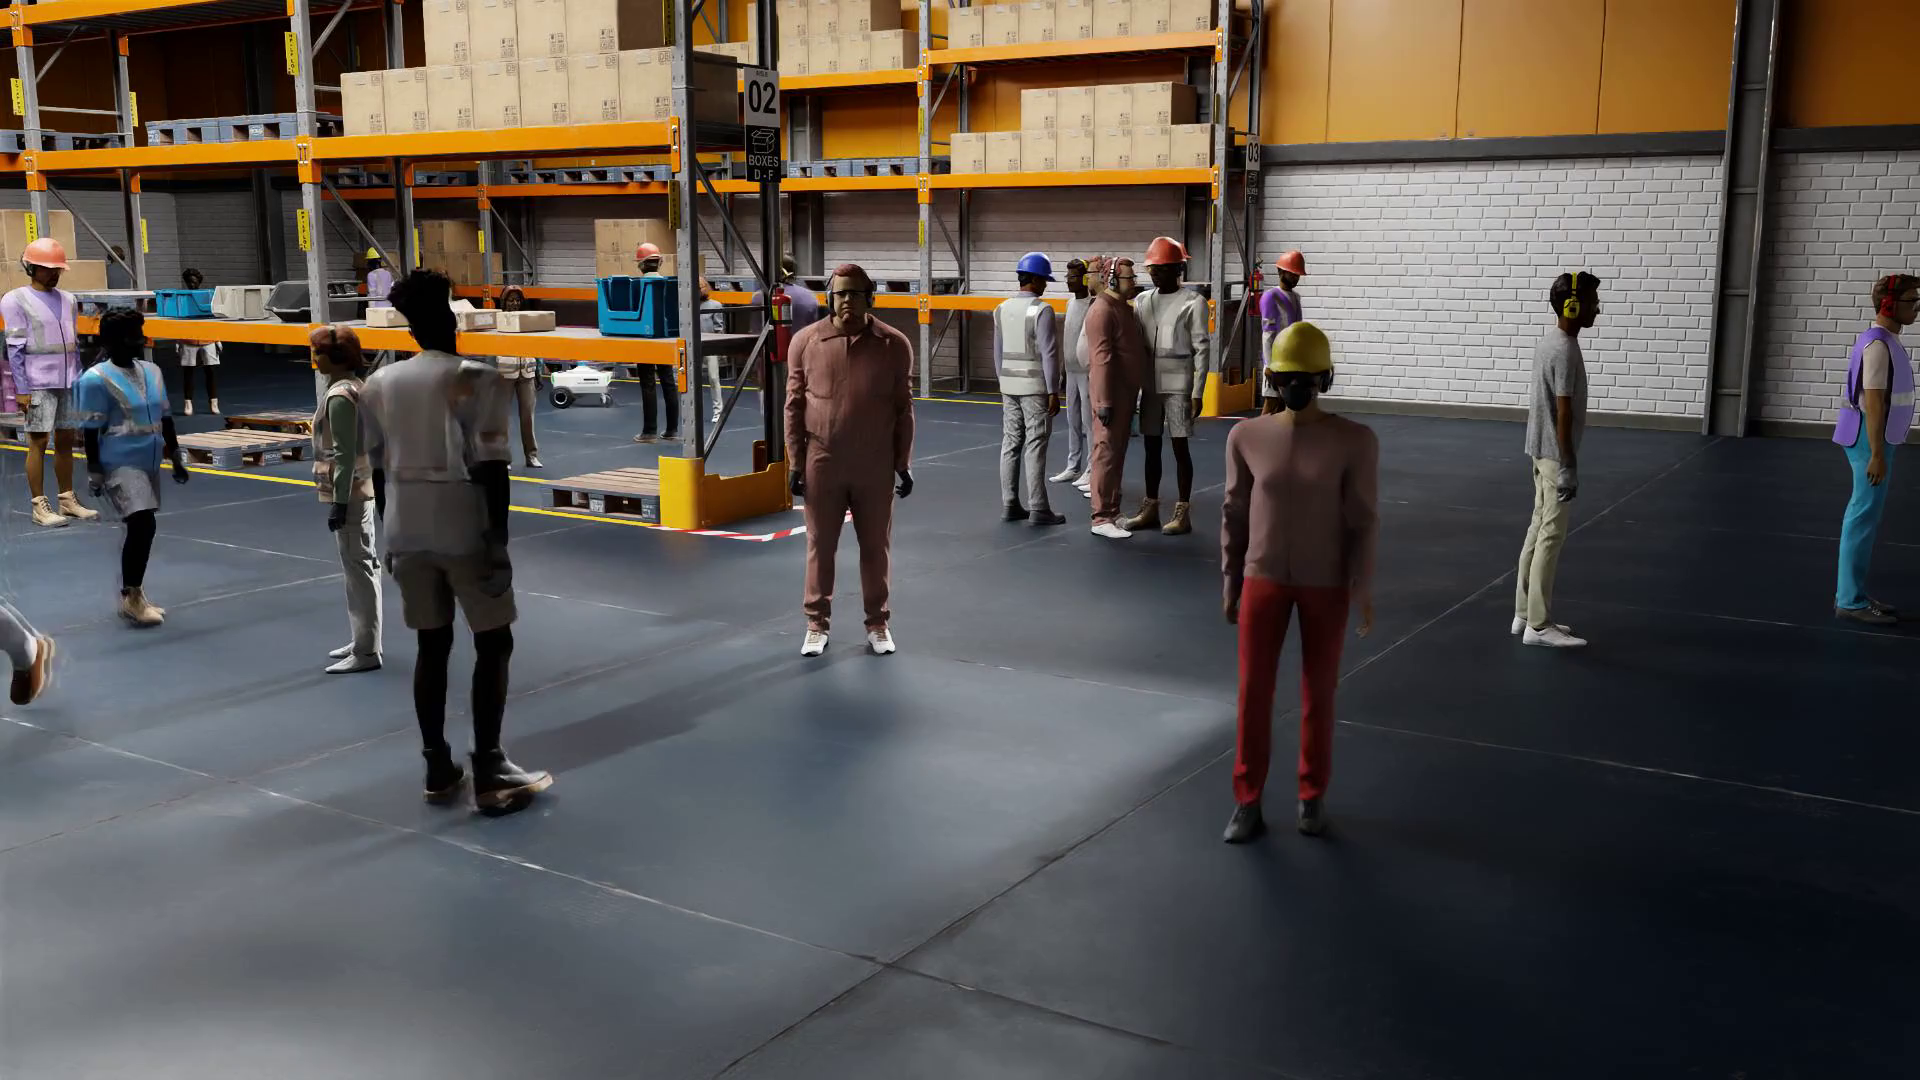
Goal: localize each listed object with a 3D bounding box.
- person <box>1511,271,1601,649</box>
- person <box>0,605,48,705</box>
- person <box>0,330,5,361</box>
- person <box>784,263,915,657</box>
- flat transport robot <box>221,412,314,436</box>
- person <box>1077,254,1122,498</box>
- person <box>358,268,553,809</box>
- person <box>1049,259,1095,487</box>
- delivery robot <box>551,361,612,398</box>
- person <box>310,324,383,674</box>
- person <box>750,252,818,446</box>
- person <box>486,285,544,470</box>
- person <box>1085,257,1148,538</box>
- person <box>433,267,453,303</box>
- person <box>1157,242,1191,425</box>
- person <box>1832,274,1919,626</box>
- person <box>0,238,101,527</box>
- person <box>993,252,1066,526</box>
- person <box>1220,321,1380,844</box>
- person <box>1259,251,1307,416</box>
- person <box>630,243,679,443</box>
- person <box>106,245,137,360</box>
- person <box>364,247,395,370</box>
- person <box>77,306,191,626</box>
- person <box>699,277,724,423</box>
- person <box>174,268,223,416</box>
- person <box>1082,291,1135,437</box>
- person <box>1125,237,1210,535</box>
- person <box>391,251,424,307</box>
[{"bbox_3d":[2.996,-0.402,8.337,0.310,1.868,0.532,1,10,7],"label":"person"},{"bbox_3d":[-4.117,-0.108,6.742,0.570,1.858,0.784,0,10,2],"label":"person"},{"bbox_3d":[-13.182,-2.908,22.968,0.534,1.597,0.627,-10,14,-43],"label":"person"},{"bbox_3d":[-0.534,-0.381,8.112,0.639,1.911,0.406,-1,10,-6],"label":"person"},{"bbox_3d":[-6.818,-1.167,17.001,1.431,0.197,0.652,6,12,30],"label":"flat transport robot"},{"bbox_3d":[1.116,-1.281,13.101,0.399,1.909,0.642,0,10,0],"label":"person"},{"bbox_3d":[-1.856,-0.012,6.019,0.672,1.923,0.477,3,11,18],"label":"person"},{"bbox_3d":[0.984,-1.376,13.728,0.326,1.872,0.518,-7,12,-32],"label":"person"},{"bbox_3d":[-4.586,-1.930,20.181,0.707,0.478,0.477,-1,10,-7],"label":"delivery robot"},{"bbox_3d":[-2.881,-0.196,7.837,0.307,1.638,0.512,-3,11,-15],"label":"person"},{"bbox_3d":[-1.486,-1.506,14.312,0.640,1.921,0.670,-7,12,-32],"label":"person"},{"bbox_3d":[-3.936,-1.434,14.709,0.519,1.634,0.311,-8,13,-38],"label":"person"},{"bbox_3d":[1.082,-0.977,11.417,0.409,1.908,0.647,3,11,19],"label":"person"},{"bbox_3d":[-7.789,-3.285,24.988,0.283,1.625,0.494,4,11,22],"label":"person"},{"bbox_3d":[2.328,-2.256,18.257,0.378,1.996,0.610,0,10,-3],"label":"person"},{"bbox_3d":[4.863,-0.486,8.861,0.387,1.846,0.566,6,12,28],"label":"person"},{"bbox_3d":[-6.449,-1.116,11.830,0.382,2.037,0.606,3,11,16],"label":"person"},{"bbox_3d":[0.497,-1.073,11.863,0.403,1.937,0.604,-8,13,-39],"label":"person"},{"bbox_3d":[1.129,0.150,5.597,0.541,1.762,0.418,3,11,19],"label":"person"},{"bbox_3d":[2.886,-1.595,14.782,0.375,1.927,0.543,9,13,40],"label":"person"},{"bbox_3d":[-3.077,-1.967,16.662,0.397,1.990,0.622,10,14,43],"label":"person"},{"bbox_3d":[-12.444,-3.383,24.661,0.628,1.940,0.378,-6,12,-29],"label":"person"},{"bbox_3d":[-8.468,-3.299,24.263,0.390,1.922,0.589,2,10,10],"label":"person"},{"bbox_3d":[-4.307,-0.382,8.759,0.520,1.681,0.539,2,10,10],"label":"person"},{"bbox_3d":[-2.871,-2.116,18.516,0.507,1.622,0.290,2,10,10],"label":"person"},{"bbox_3d":[-8.817,-2.284,19.238,0.539,1.695,0.319,-5,11,-26],"label":"person"},{"bbox_3d":[1.479,-1.894,17.015,0.627,1.718,0.532,5,11,24],"label":"person"},{"bbox_3d":[1.406,-1.053,11.460,0.615,2.040,0.391,9,13,40],"label":"person"},{"bbox_3d":[-6.224,-2.374,19.161,0.587,1.910,0.389,-3,11,-17],"label":"person"}]
